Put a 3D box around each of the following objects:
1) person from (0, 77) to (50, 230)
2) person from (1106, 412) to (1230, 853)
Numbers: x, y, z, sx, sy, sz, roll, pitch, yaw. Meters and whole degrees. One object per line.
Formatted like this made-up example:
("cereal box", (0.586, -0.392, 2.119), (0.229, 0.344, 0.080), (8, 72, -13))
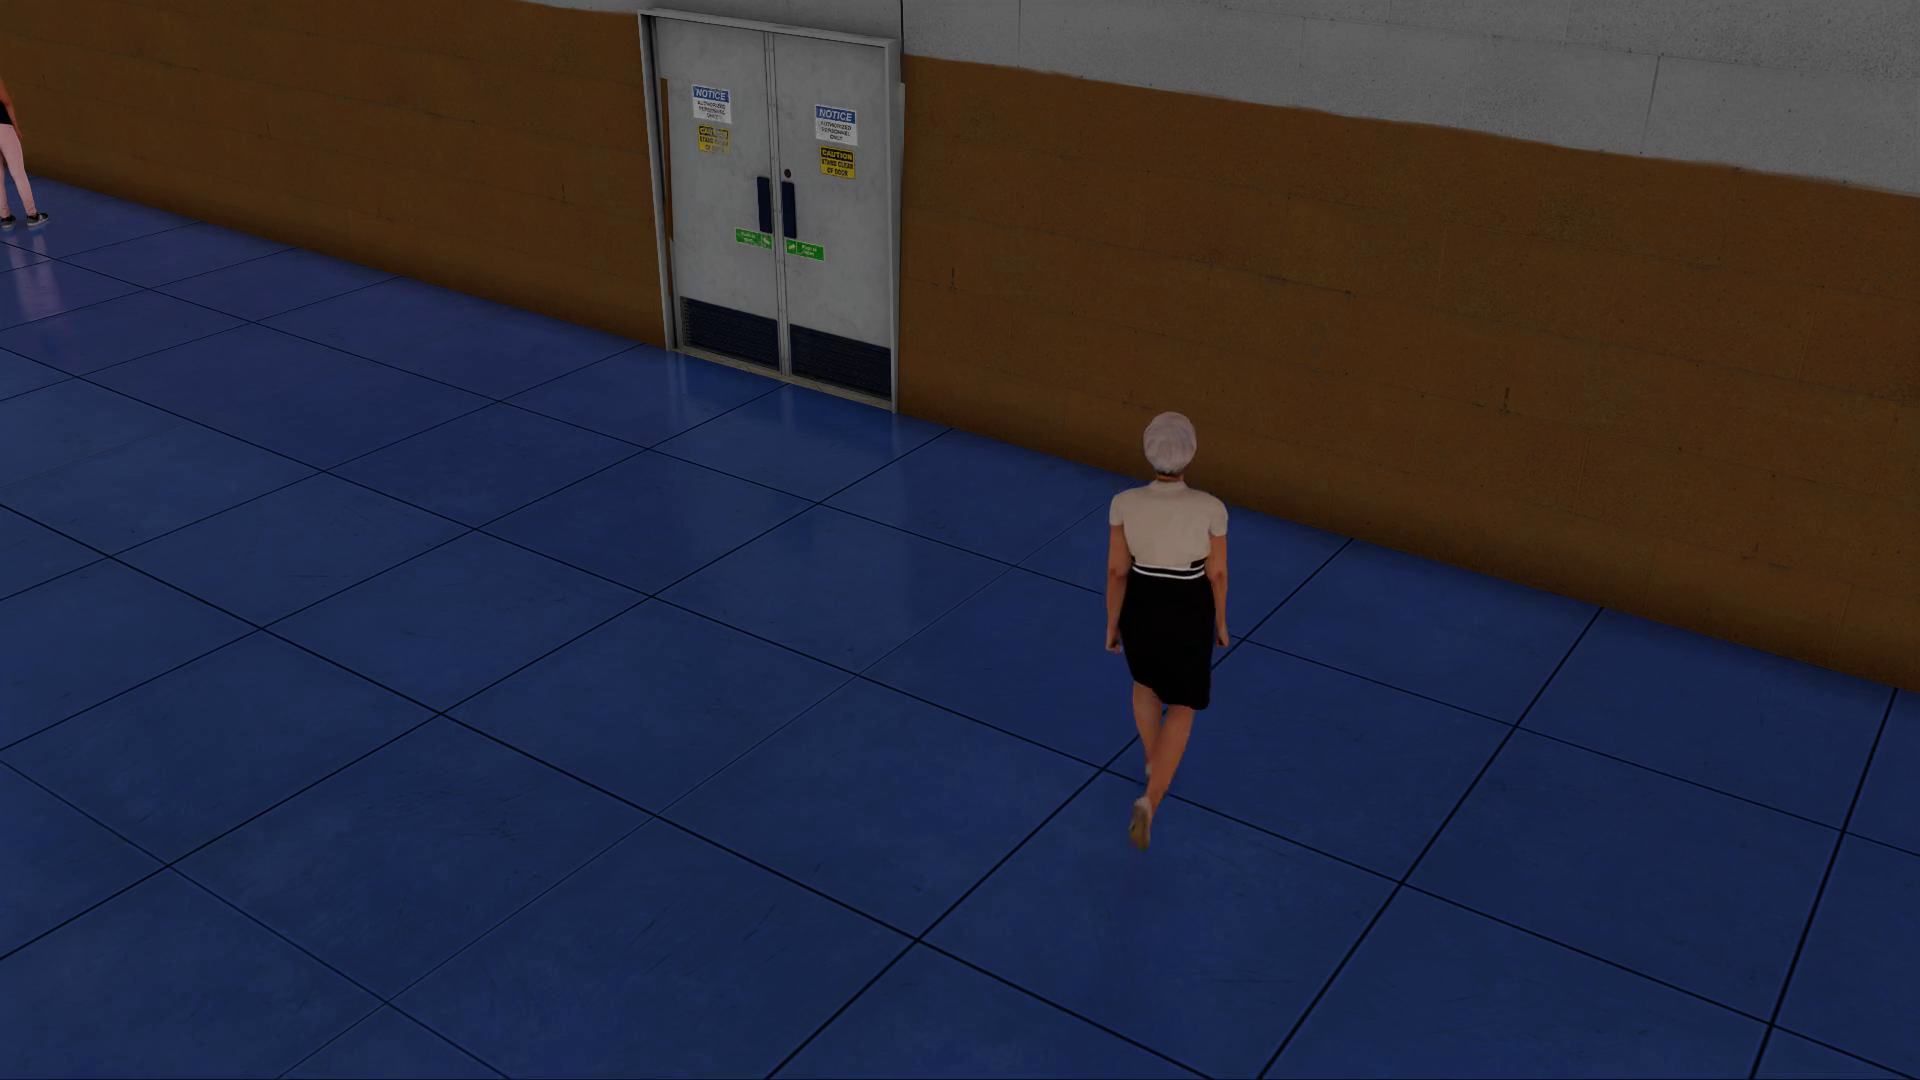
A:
("person", (-8.122, -3.424, 14.031), (0.614, 1.564, 0.672), (-4, 27, -8))
("person", (0.773, 0.382, 6.344), (0.775, 1.728, 1.097), (10, 29, 19))
